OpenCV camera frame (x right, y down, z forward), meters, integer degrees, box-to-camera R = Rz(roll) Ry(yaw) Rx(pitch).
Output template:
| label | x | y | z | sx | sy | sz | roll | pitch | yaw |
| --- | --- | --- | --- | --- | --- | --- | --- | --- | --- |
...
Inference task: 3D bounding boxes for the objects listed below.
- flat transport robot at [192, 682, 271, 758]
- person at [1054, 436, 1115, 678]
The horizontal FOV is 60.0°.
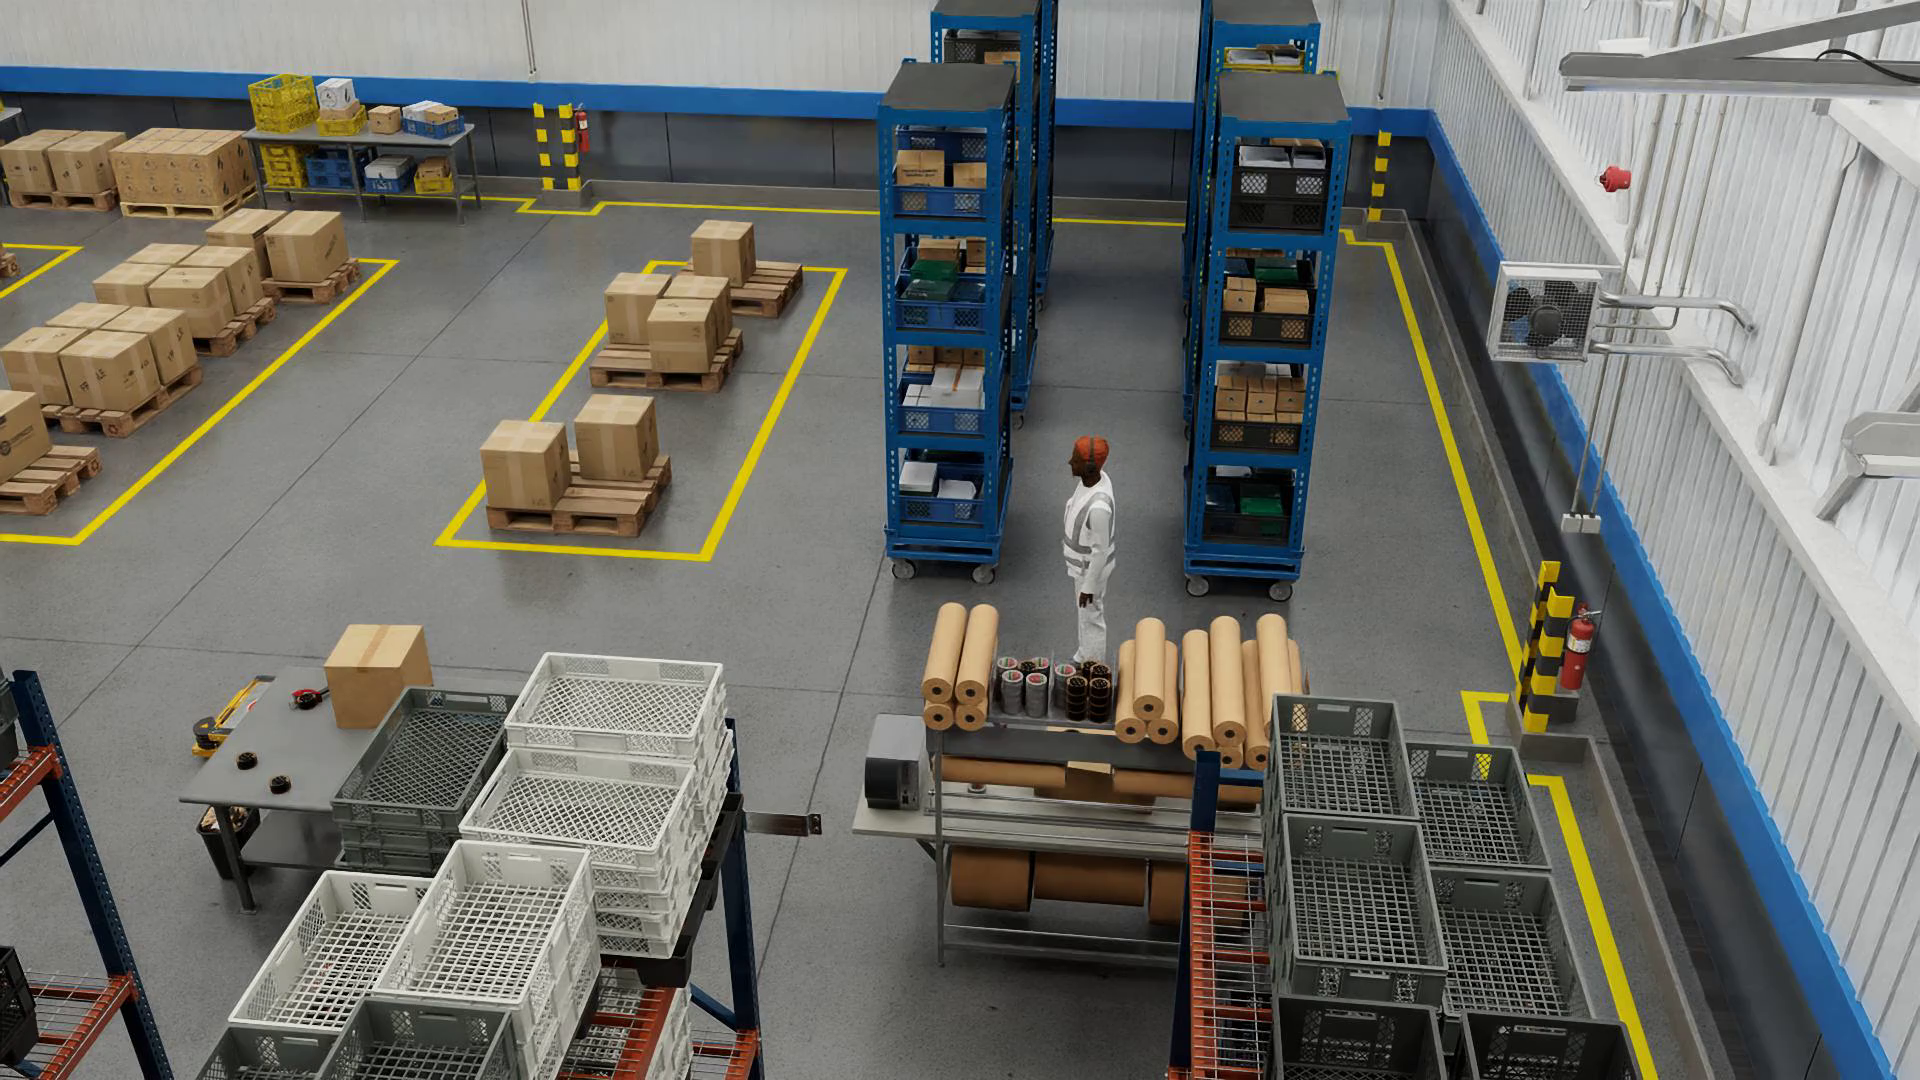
| label | x | y | z | sx | sy | sz | roll | pitch | yaw |
| --- | --- | --- | --- | --- | --- | --- | --- | --- | --- |
| flat transport robot | -4.089 | 1.163 | 10.648 | 1.431 | 0.197 | 0.652 | 3 | 30 | 6 |
| person | 0.820 | 0.176 | 10.767 | 0.355 | 1.883 | 0.573 | -1 | 30 | -1 |
